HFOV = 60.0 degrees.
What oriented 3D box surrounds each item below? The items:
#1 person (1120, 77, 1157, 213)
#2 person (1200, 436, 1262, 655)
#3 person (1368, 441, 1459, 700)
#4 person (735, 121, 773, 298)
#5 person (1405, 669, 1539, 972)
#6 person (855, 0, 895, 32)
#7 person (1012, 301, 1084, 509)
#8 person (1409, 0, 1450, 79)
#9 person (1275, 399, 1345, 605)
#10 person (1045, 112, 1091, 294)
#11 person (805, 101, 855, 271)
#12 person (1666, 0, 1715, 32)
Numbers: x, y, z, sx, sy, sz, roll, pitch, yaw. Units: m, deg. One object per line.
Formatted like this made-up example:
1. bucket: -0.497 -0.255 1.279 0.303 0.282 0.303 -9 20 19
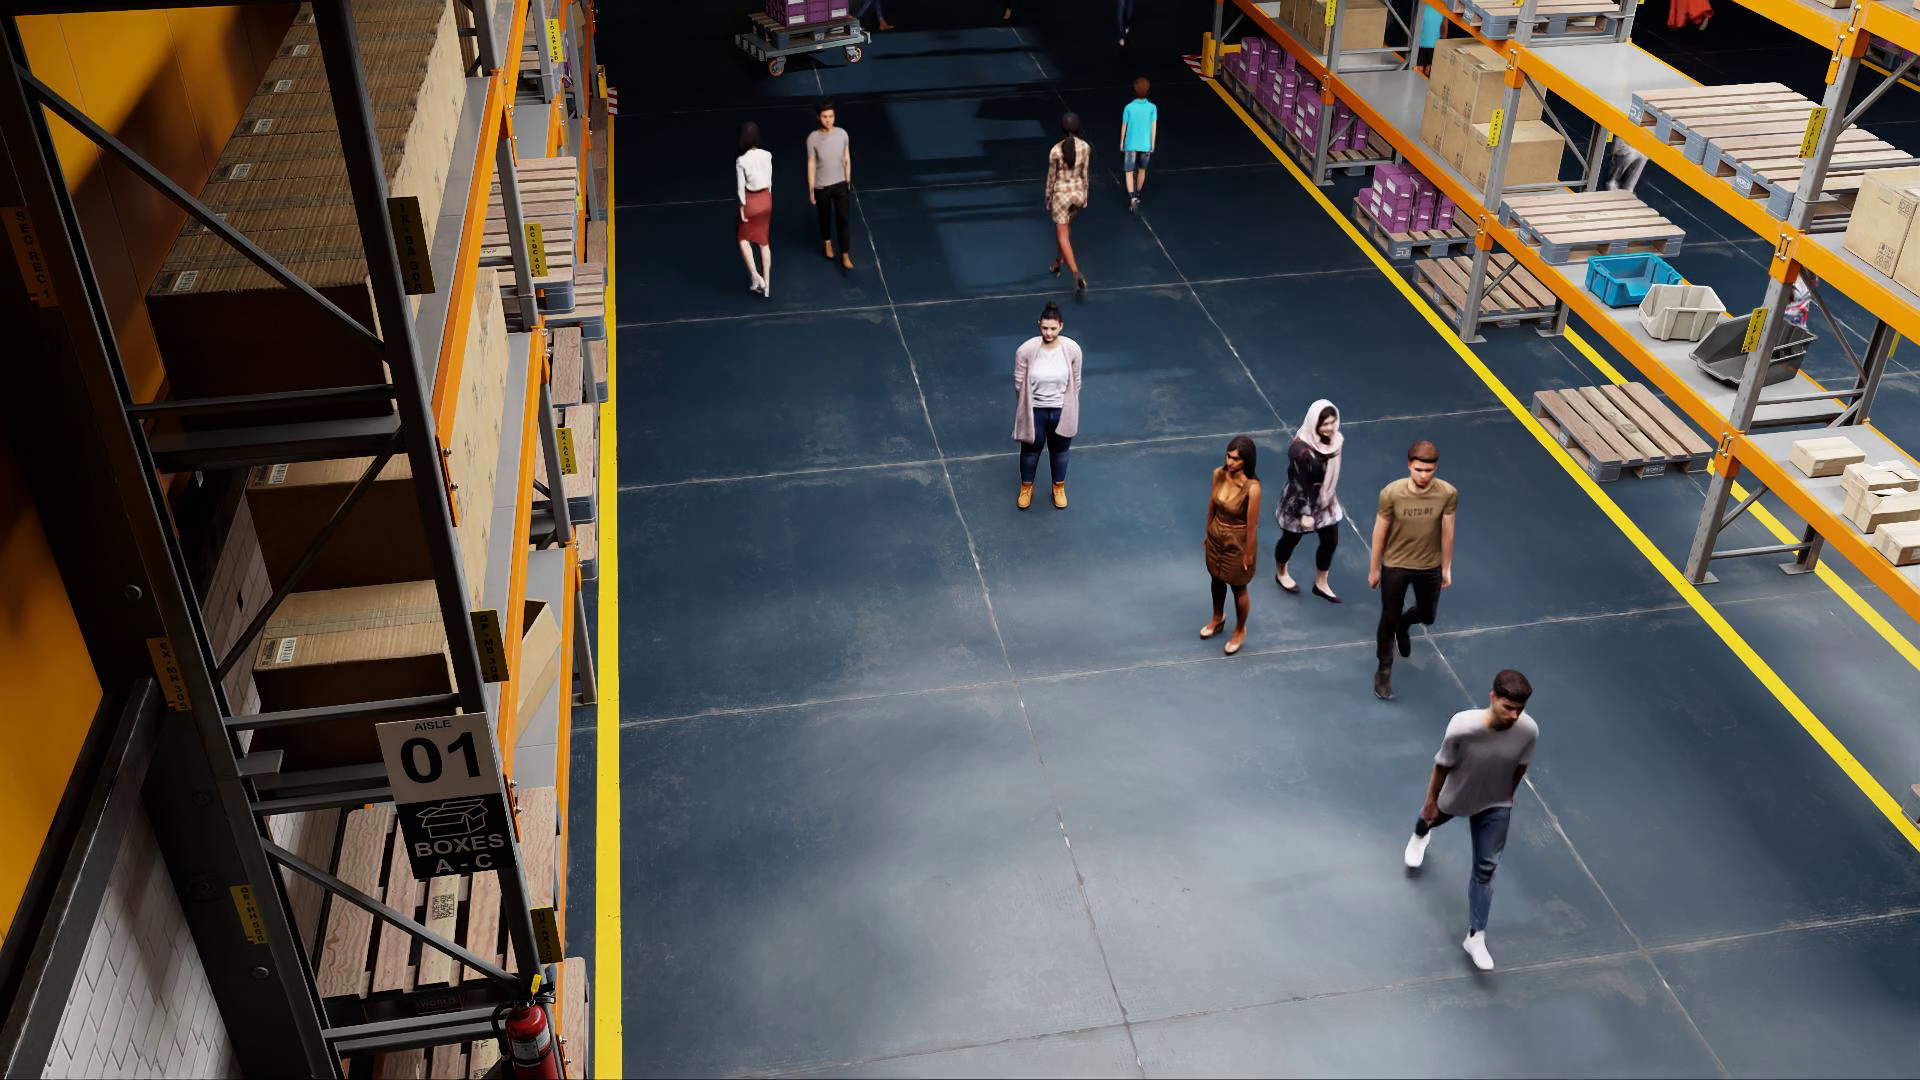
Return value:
1. person: 1.929 -4.262 17.968 0.596 1.431 0.905 -1 34 -2
2. person: 1.843 0.026 11.289 0.699 1.683 0.595 -24 41 -32
3. person: 2.973 0.133 10.985 0.831 1.843 0.993 2 34 3
4. person: -1.915 -3.138 16.000 0.707 1.739 0.733 -24 41 -32
5. person: 2.806 1.354 9.186 0.887 1.800 1.403 3 34 4
6. person: -1.323 -7.785 23.454 0.718 1.227 0.839 5 34 7
7. person: 0.680 -1.039 12.838 0.723 1.742 0.669 -1 34 -1
8. person: 5.657 -6.053 20.358 0.622 1.769 0.596 -5 34 -7
9. person: 2.412 -0.316 11.870 0.797 1.610 0.898 -22 40 -30
10. person: 1.066 -3.236 16.125 0.725 1.764 1.108 -13 36 -18
11. person: -1.327 -3.610 16.759 0.659 1.683 1.044 -8 34 -12
12. person: 10.298 -7.951 23.200 0.689 1.784 1.012 -9 35 -13
